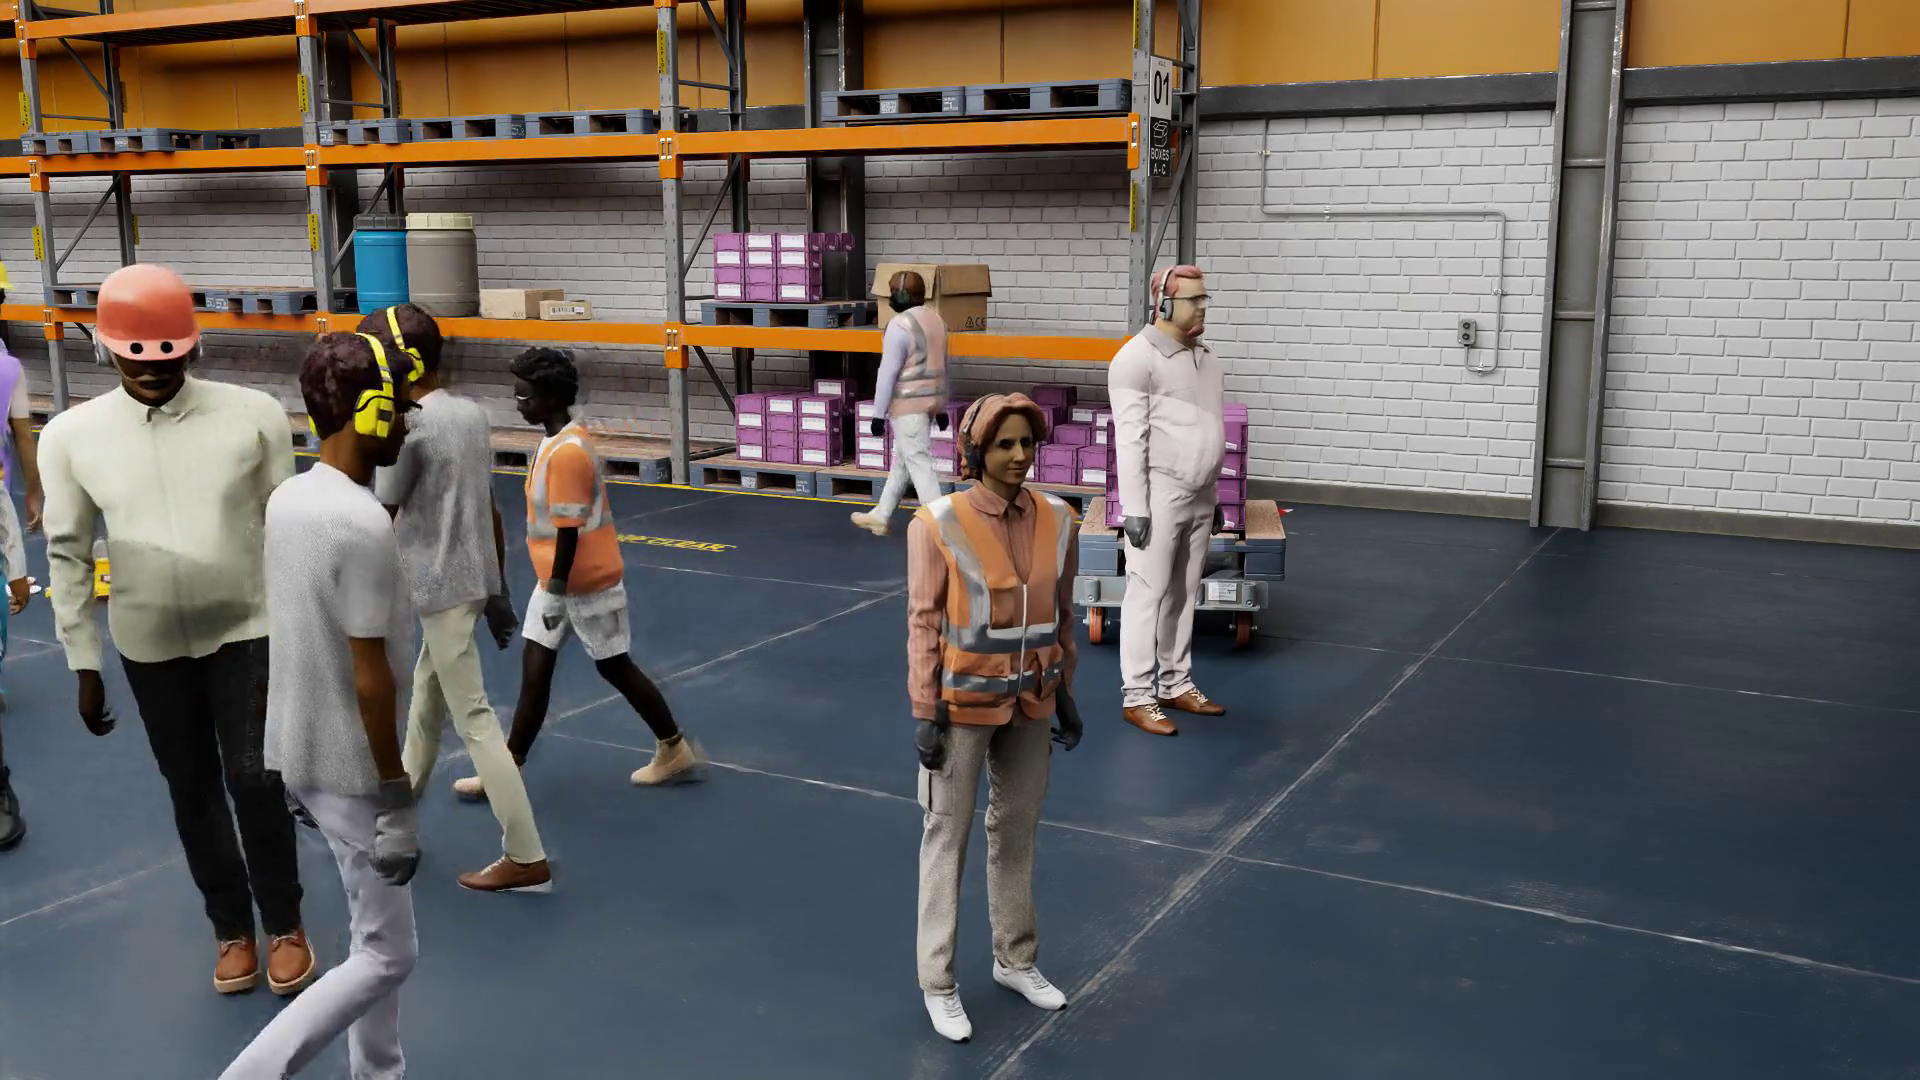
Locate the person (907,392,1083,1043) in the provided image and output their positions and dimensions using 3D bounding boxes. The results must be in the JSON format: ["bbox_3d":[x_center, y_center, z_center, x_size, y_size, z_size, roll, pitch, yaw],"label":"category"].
[{"bbox_3d":[0.087,0.439,4.262,0.512,1.642,0.312,-7,12,-32],"label":"person"}]

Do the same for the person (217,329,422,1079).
[{"bbox_3d":[-1.346,0.492,3.437,0.650,1.844,0.580,-9,14,-41],"label":"person"}]

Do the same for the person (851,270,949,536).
[{"bbox_3d":[-0.403,-0.864,10.983,0.866,1.799,0.652,5,11,25],"label":"person"}]

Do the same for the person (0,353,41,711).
[{"bbox_3d":[-4.365,-0.182,7.211,0.599,1.793,0.881,-10,14,-44],"label":"person"}]

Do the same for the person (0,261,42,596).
[{"bbox_3d":[-5.485,-0.640,9.415,0.383,1.920,0.585,-6,12,-30],"label":"person"}]

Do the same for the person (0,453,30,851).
[{"bbox_3d":[-3.329,0.119,5.312,0.583,1.894,0.508,-4,11,-21],"label":"person"}]

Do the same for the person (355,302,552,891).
[{"bbox_3d":[-1.687,0.192,5.131,0.912,1.822,0.499,1,10,8],"label":"person"}]

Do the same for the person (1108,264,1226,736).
[{"bbox_3d":[0.890,-0.171,6.870,0.410,1.912,0.643,9,14,40],"label":"person"}]

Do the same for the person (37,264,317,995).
[{"bbox_3d":[-1.996,0.268,4.343,0.638,1.948,0.546,-4,11,-19],"label":"person"}]

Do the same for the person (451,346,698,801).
[{"bbox_3d":[-1.370,0.125,5.956,0.874,1.646,0.552,-4,11,-22],"label":"person"}]

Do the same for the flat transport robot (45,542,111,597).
[{"bbox_3d":[-4.815,0.101,9.870,0.652,0.197,1.431,-2,10,-8],"label":"flat transport robot"}]
